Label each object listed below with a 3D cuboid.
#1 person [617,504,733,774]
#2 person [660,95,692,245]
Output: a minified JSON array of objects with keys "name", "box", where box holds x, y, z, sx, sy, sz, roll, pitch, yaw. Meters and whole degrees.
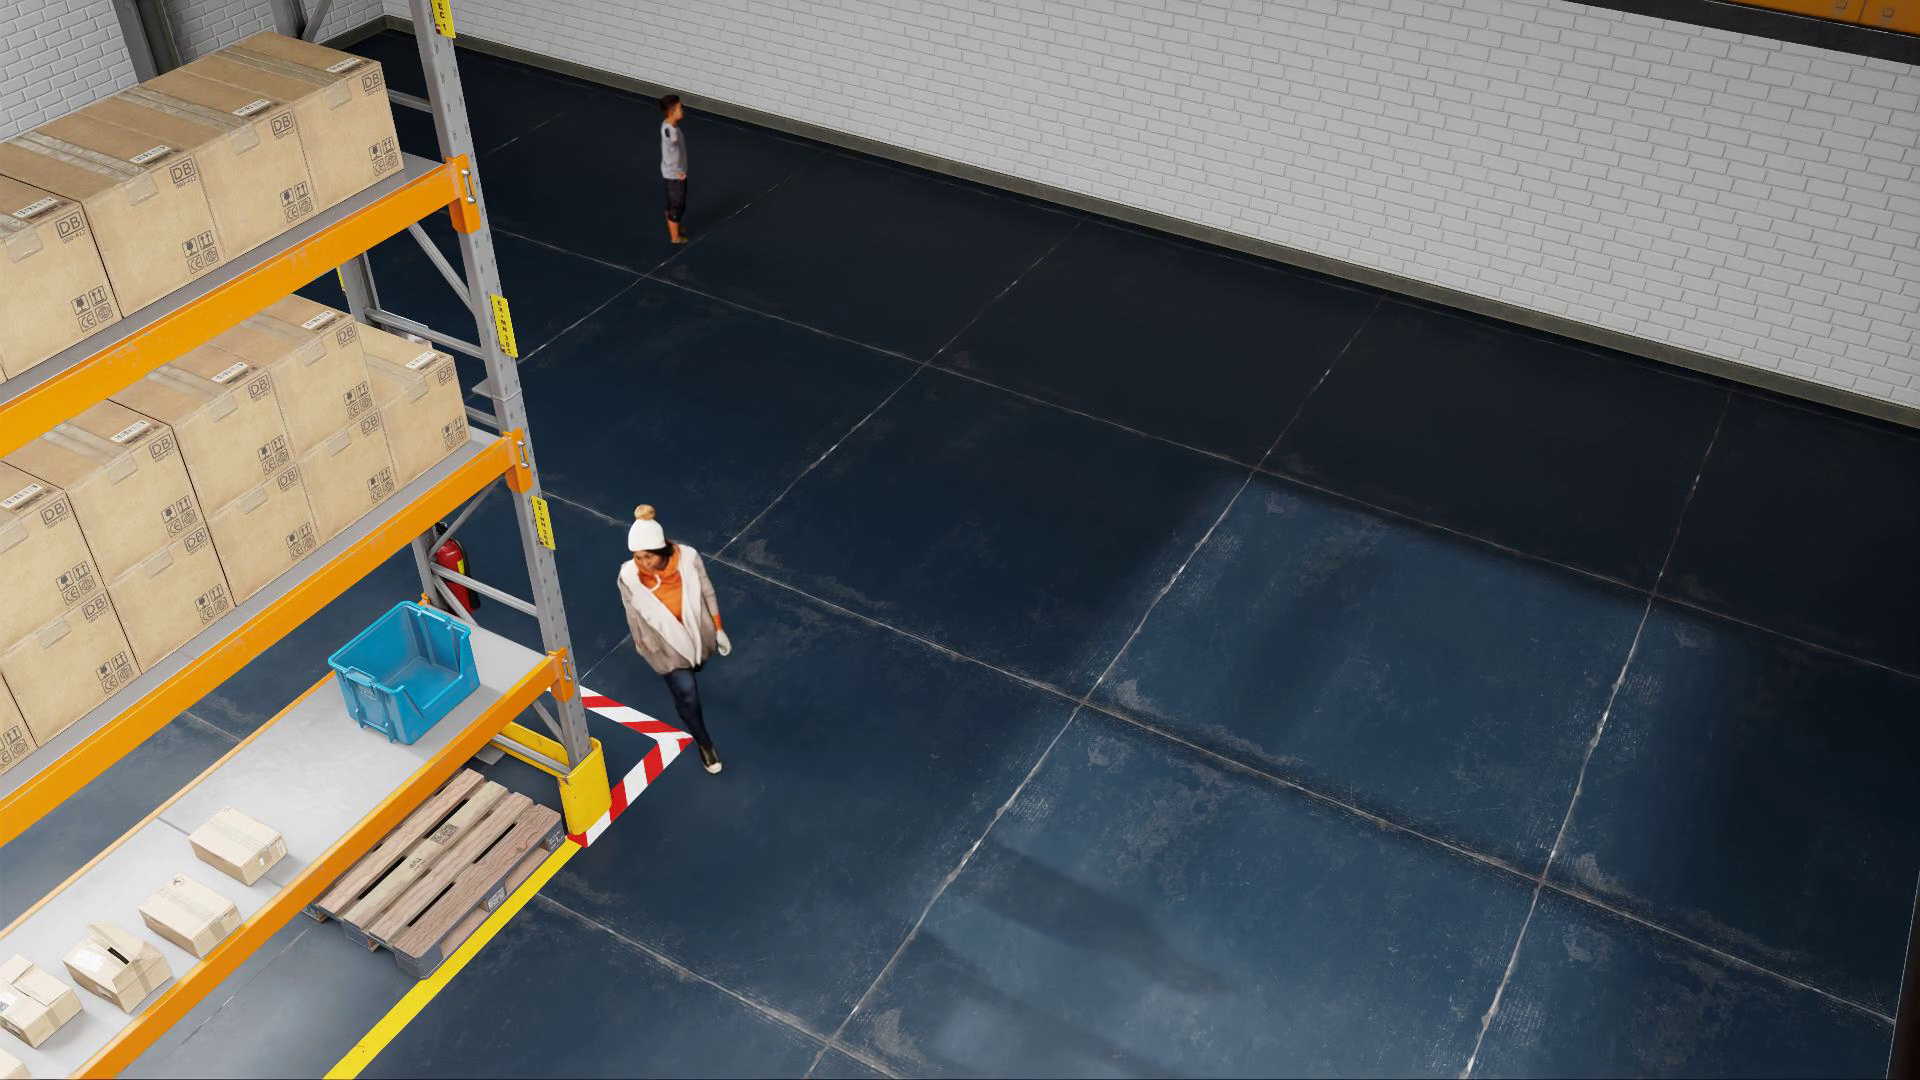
[{"name":"person","box":[-1.754,0.488,10.131,1.230,1.856,1.116,-25,45,-28]},{"name":"person","box":[-2.659,-3.485,15.431,0.698,1.450,0.628,-8,39,-10]}]
